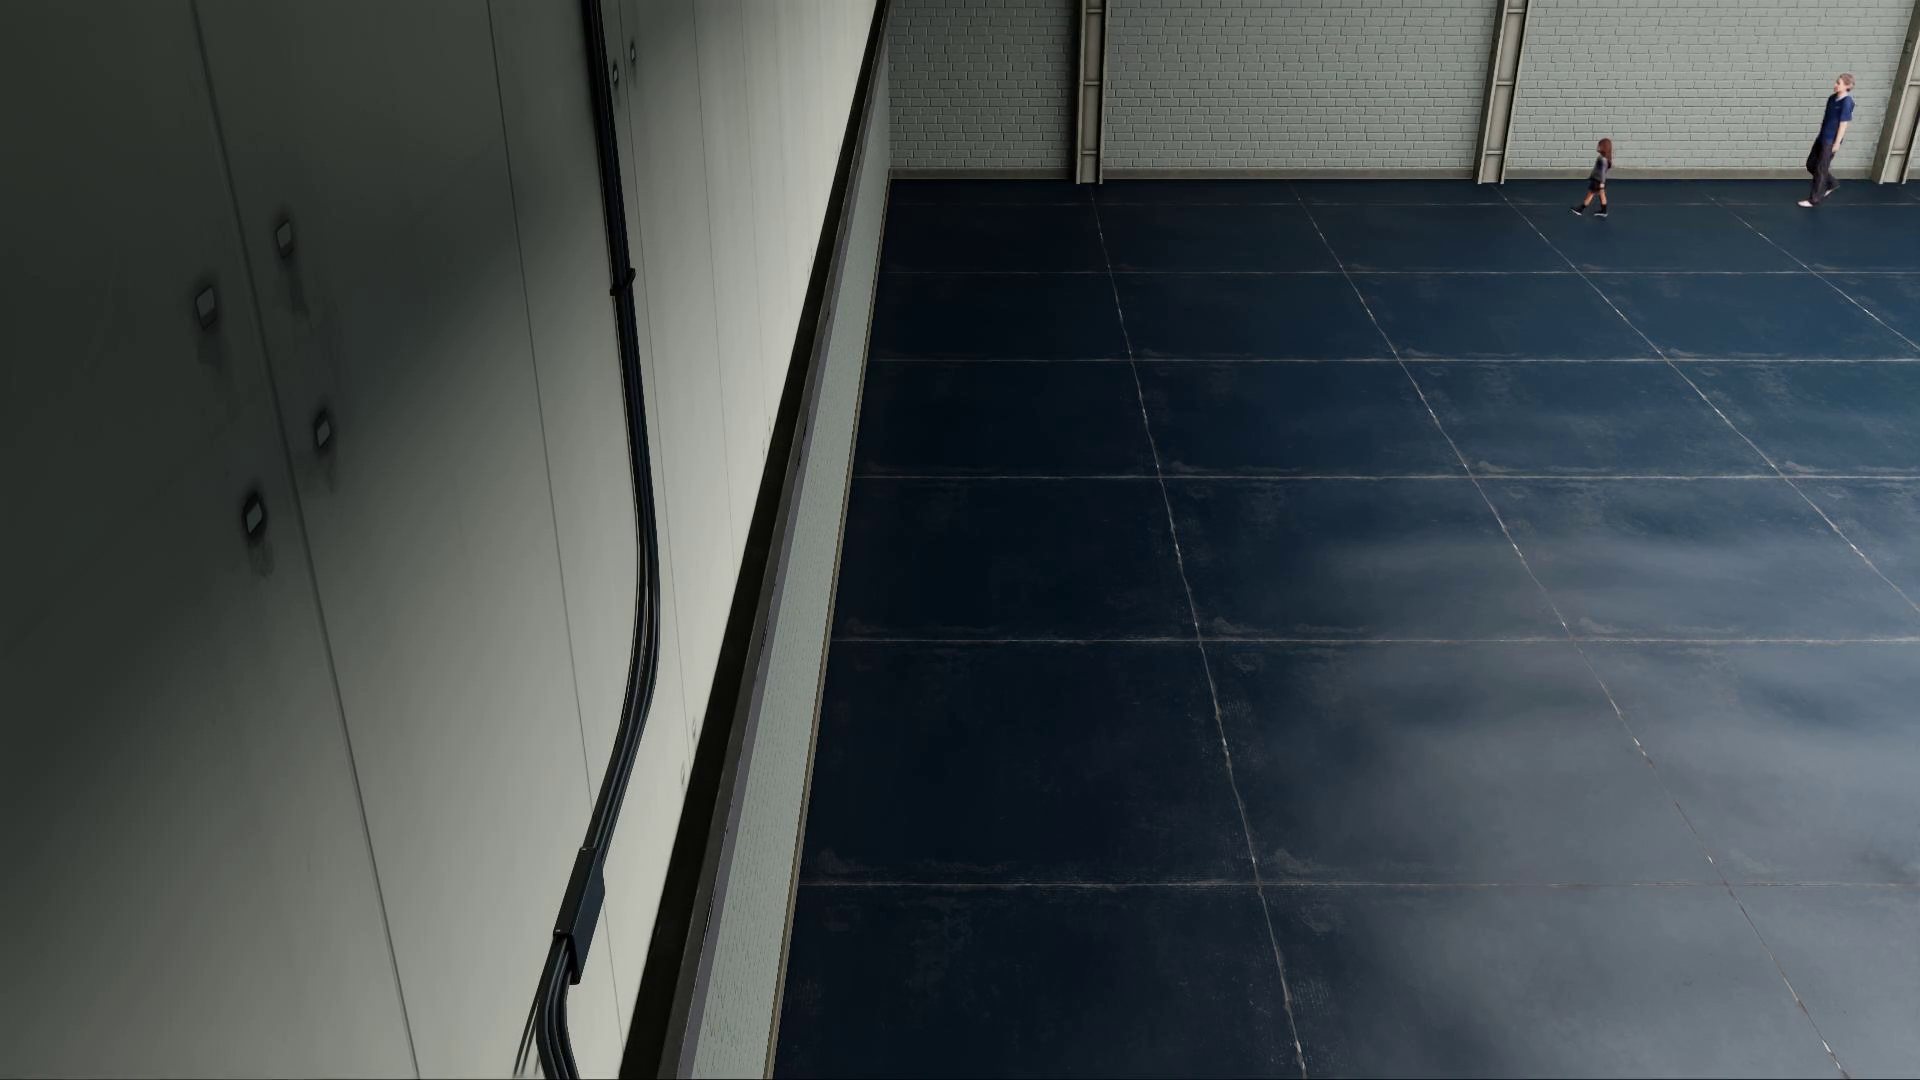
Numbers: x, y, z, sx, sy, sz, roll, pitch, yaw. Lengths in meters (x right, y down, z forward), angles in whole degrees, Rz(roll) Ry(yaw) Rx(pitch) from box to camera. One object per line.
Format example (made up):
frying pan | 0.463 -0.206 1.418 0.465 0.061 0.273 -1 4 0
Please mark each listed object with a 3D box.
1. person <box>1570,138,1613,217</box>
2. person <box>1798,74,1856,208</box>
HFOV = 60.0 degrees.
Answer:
person | 8.954 -5.028 23.135 0.788 1.082 0.586 6 29 12
person | 12.317 -5.619 23.415 0.777 1.862 0.660 0 28 0
